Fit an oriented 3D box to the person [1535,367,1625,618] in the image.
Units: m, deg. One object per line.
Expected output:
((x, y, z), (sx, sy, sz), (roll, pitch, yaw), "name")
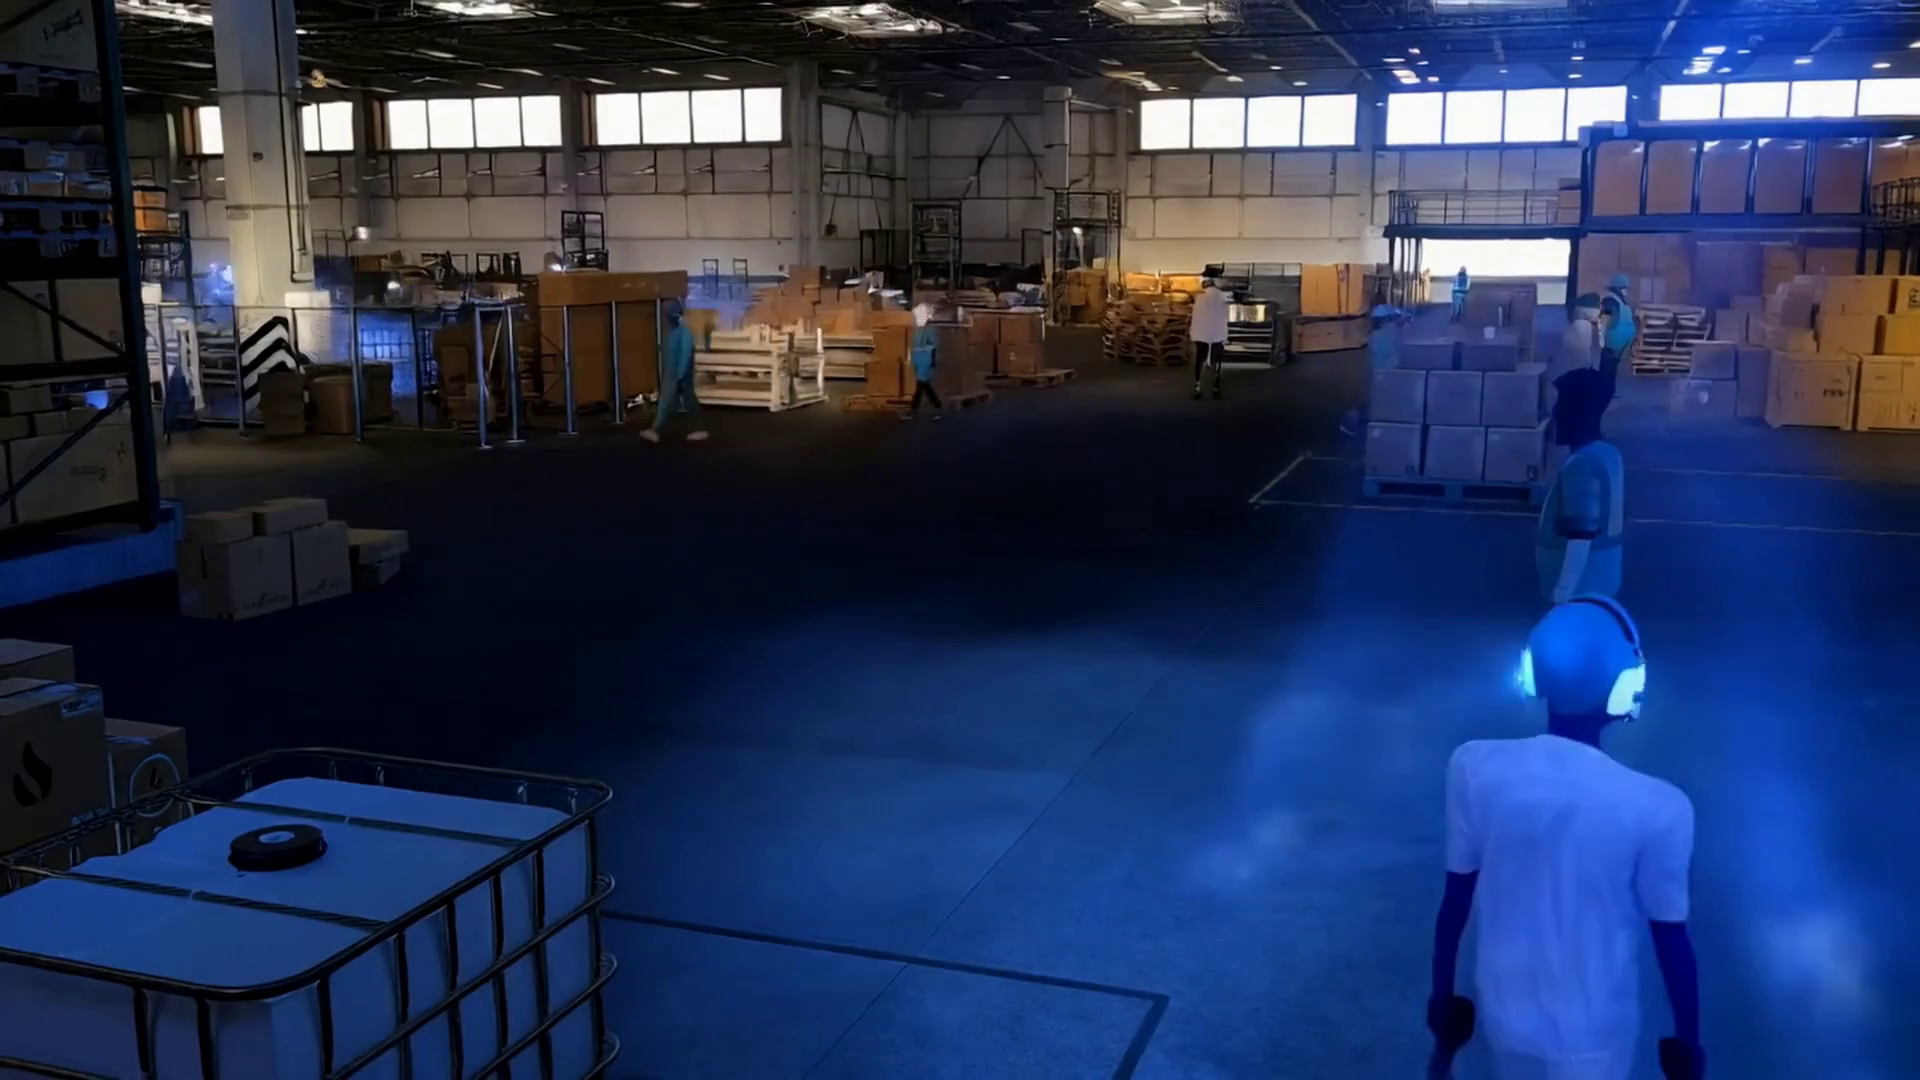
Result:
((2.764, 0.208, 7.473), (0.368, 1.966, 0.603), (6, 12, 31), "person")

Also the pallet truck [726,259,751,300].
((-7.986, -9.493, 62.019), (0.823, 1.965, 1.885), (3, 11, 17), "pallet truck")

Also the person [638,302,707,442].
((-3.633, -2.132, 21.168), (0.917, 1.780, 0.618), (-7, 12, -35), "person")

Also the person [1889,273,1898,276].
((20.038, -4.811, 35.957), (0.808, 1.885, 0.674), (-8, 13, -38), "person")

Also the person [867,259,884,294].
((-2.655, -7.732, 51.970), (0.605, 2.045, 0.381), (-7, 13, -36), "person")

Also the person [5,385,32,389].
((-11.590, -1.968, 20.487), (0.317, 1.696, 0.540), (-2, 10, -11), "person")

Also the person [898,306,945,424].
((-0.522, -2.483, 23.522), (0.881, 1.652, 0.545), (-8, 13, -36), "person")

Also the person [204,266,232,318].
((-25.289, -8.441, 56.709), (0.928, 1.787, 0.602), (-7, 12, -33), "person")

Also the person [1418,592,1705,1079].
((1.198, 1.012, 3.356), (0.535, 1.830, 0.964), (10, 14, 43), "person")

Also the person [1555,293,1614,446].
((7.841, -2.105, 20.662), (0.826, 1.903, 0.560), (2, 10, 9), "person")

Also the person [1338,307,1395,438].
((5.324, -2.108, 21.229), (0.526, 1.712, 0.946), (-8, 13, -38), "person")

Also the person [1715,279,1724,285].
((25.883, -8.459, 56.623), (0.519, 1.849, 0.808), (-7, 12, -33), "person")

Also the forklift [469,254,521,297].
((-17.990, -10.121, 64.684), (1.157, 1.987, 2.680), (3, 11, 17), "forklift")

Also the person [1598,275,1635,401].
((10.571, -3.254, 26.761), (0.535, 2.000, 0.687), (8, 13, 40), "person")

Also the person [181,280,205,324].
((-18.445, -5.464, 40.062), (0.523, 1.736, 0.792), (-2, 10, -11), "person")

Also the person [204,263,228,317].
((-25.987, -8.701, 57.885), (0.797, 1.884, 0.643), (-3, 10, -16), "person")

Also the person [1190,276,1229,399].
((4.050, -3.270, 26.982), (0.624, 1.993, 0.385), (1, 10, 4), "person")

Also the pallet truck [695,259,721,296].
((-9.165, -9.627, 62.776), (0.823, 1.965, 1.885), (4, 11, 23), "pallet truck")

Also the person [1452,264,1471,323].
((16.193, -7.954, 53.707), (0.574, 1.873, 0.406), (3, 11, 18), "person")

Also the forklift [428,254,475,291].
((-20.133, -10.254, 65.465), (1.157, 1.987, 2.680), (3, 11, 19), "forklift")
